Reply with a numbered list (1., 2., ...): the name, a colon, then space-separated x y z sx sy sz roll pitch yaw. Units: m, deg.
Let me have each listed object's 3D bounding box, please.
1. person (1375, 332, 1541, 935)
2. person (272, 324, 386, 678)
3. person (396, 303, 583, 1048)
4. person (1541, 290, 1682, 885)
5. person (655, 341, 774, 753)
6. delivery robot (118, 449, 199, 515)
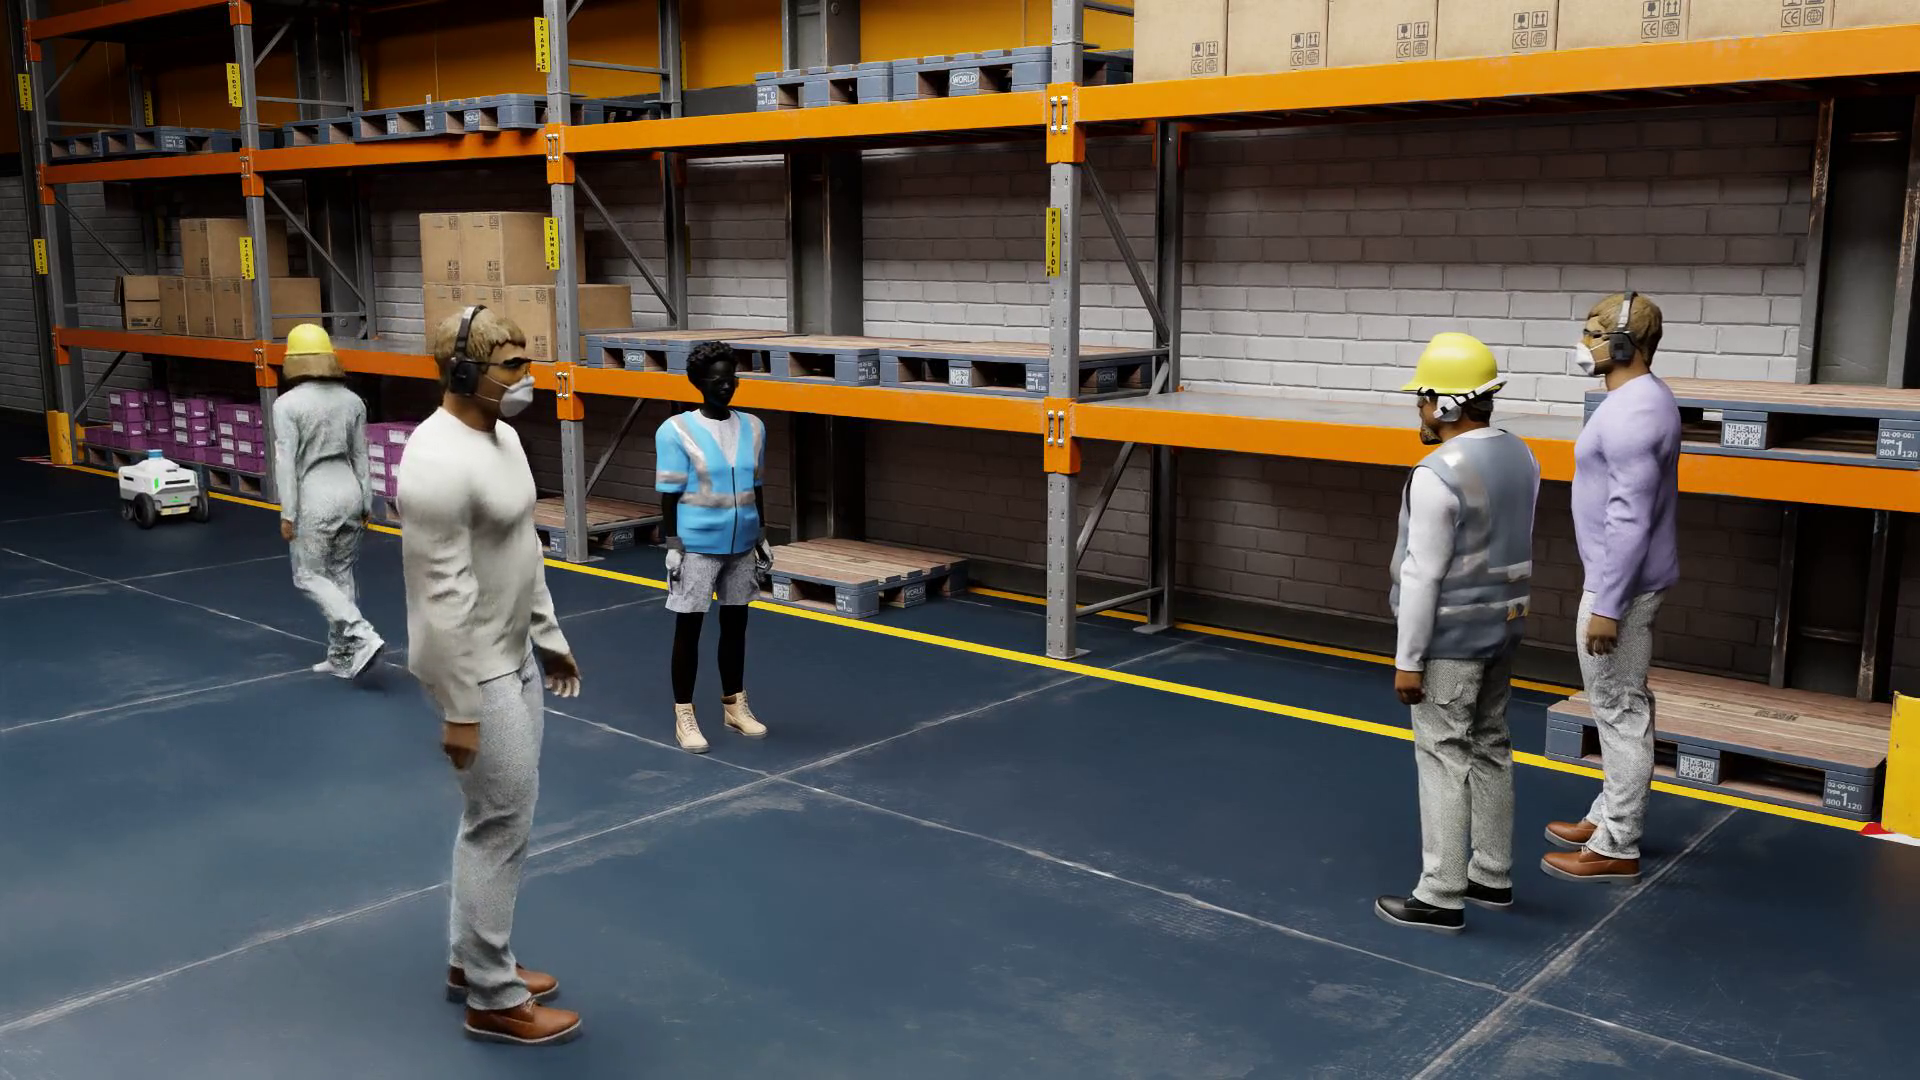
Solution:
1. person: 1.514 0.285 5.086 0.593 1.826 0.404 -9 13 -42
2. person: -2.972 -0.159 7.889 0.562 1.720 0.512 6 12 30
3. person: -1.222 0.354 4.358 0.421 1.931 0.646 0 10 -2
4. person: 2.148 0.162 5.450 0.376 1.940 0.627 5 11 25
5. person: -1.015 0.023 6.927 0.531 1.698 0.320 -9 13 -40
6. delivery robot: -6.050 -0.440 12.546 0.707 0.478 0.477 9 13 42
